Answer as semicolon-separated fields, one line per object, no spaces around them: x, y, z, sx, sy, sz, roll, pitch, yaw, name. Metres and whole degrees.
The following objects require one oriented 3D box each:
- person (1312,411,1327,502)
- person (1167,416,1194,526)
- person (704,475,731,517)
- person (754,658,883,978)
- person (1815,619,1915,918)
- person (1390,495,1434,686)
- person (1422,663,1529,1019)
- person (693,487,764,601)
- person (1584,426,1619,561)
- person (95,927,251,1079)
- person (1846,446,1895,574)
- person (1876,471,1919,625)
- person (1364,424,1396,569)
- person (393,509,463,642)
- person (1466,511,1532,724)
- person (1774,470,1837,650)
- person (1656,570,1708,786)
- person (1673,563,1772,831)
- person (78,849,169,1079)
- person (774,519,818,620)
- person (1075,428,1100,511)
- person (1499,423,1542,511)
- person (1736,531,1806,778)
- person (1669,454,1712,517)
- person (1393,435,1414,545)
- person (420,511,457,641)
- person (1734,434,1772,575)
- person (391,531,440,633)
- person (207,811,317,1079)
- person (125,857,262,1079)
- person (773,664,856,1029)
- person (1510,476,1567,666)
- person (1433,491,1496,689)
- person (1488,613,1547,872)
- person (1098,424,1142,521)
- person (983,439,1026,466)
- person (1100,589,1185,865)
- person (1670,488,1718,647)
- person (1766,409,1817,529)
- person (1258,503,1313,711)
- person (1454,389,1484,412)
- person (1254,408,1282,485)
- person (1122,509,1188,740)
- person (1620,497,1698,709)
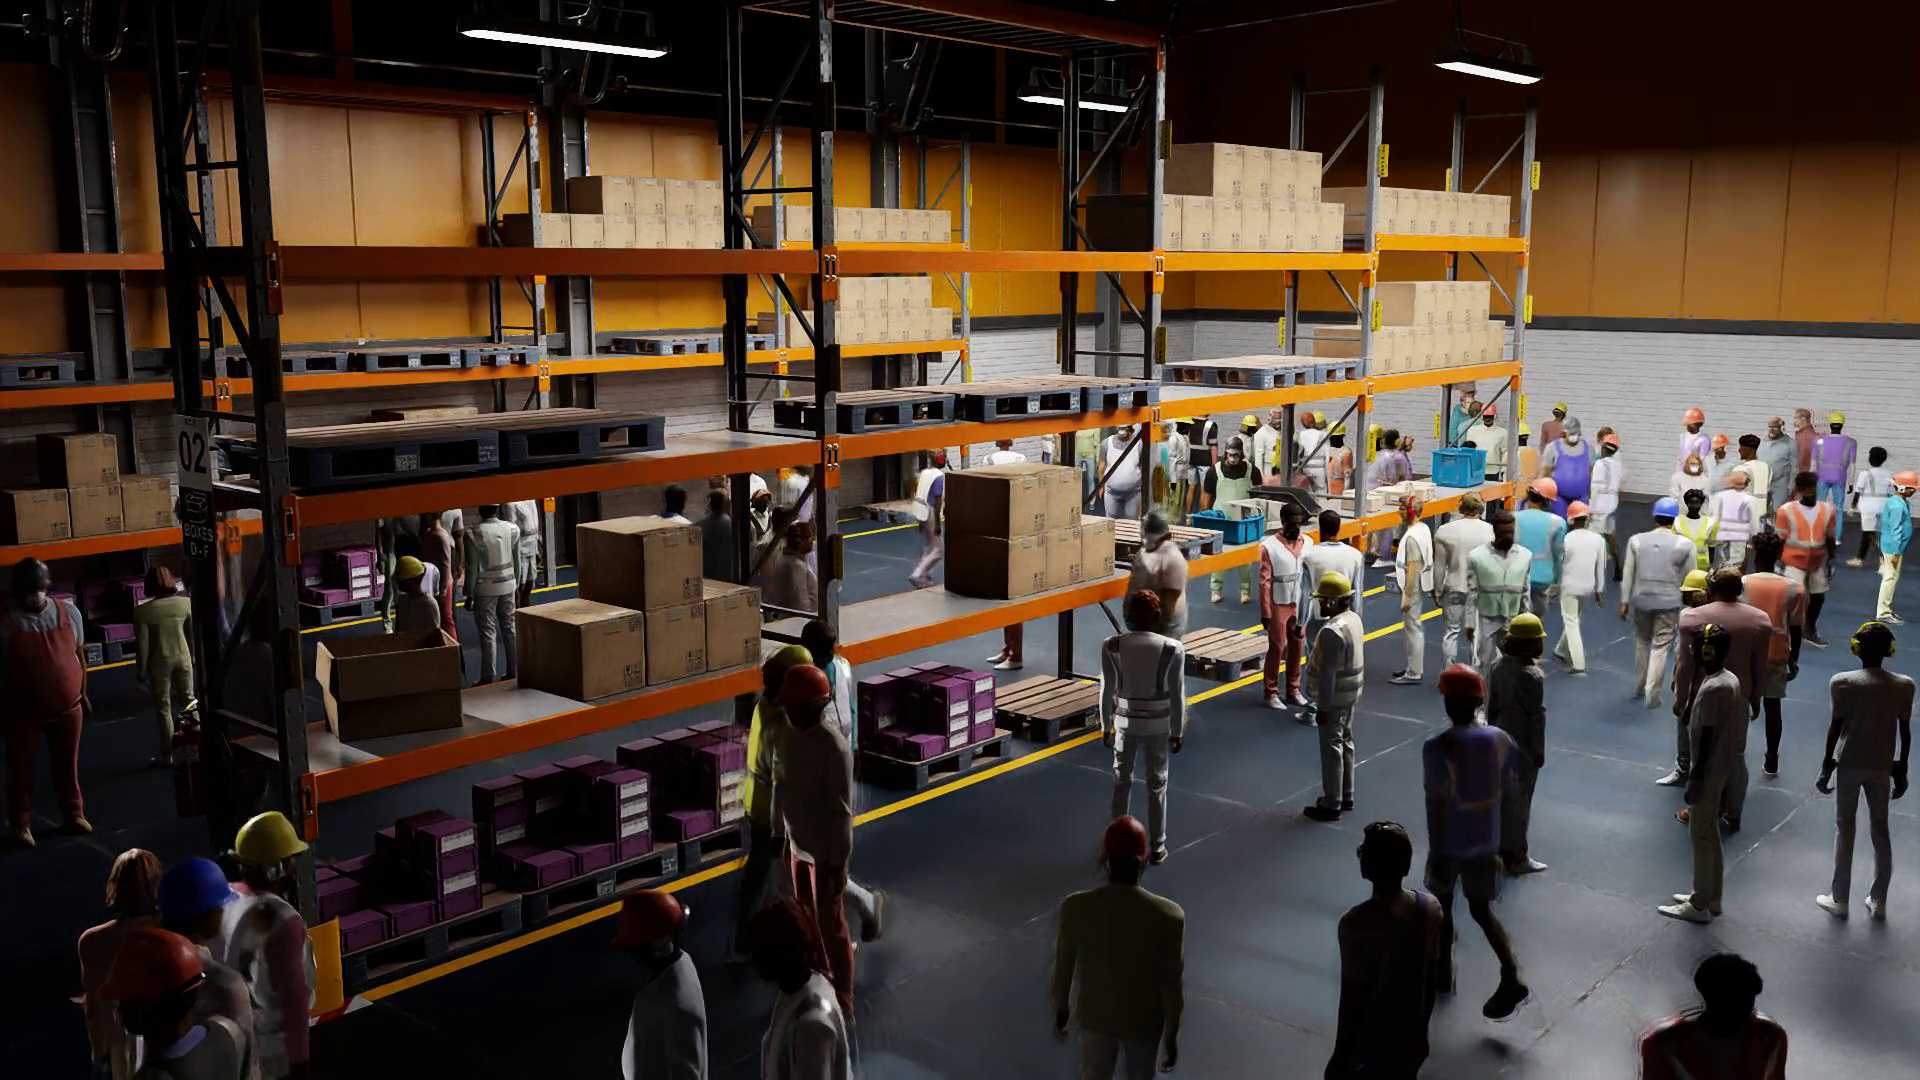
5.612;-1.151;26.072;0.348;1.730;0.540;-1;10;-8;person
3.208;-0.941;24.273;0.398;1.920;0.586;5;11;27;person
-2.580;0.115;17.995;0.401;1.910;0.642;-5;11;-28;person
-0.834;1.552;9.582;0.793;1.857;0.606;-6;11;-33;person
5.605;1.422;10.320;0.535;1.864;0.309;1;10;7;person
4.374;0.482;15.997;0.375;1.841;0.569;4;10;21;person
2.801;1.642;8.990;0.555;1.890;0.830;-2;10;-12;person
-2.246;0.445;16.016;0.681;1.917;0.455;5;11;26;person
8.734;-0.635;22.681;0.339;1.841;0.517;-8;13;-41;person
-2.444;2.190;5.200;0.373;2.043;0.615;1;10;3;person
11.996;-0.397;21.786;0.532;1.662;0.829;-3;10;-20;person
10.542;0.083;18.695;0.352;1.738;0.573;5;11;28;person
5.496;-0.584;22.118;0.380;1.922;0.593;-7;12;-38;person
-5.438;0.210;17.034;0.681;2.000;0.535;-4;10;-21;person
4.712;0.687;14.593;0.585;1.911;0.395;-1;10;-6;person
8.800;0.220;17.353;0.645;1.924;0.537;1;10;4;person
5.591;1.088;12.676;0.320;1.742;0.492;-3;10;-15;person
5.420;1.123;11.883;0.627;1.940;0.372;1;10;7;person
-3.402;2.090;7.014;0.499;1.634;0.288;-6;11;-31;person
-1.345;0.772;14.071;0.406;1.911;0.639;-3;10;-17;person
2.029;-1.347;27.165;0.525;1.762;0.339;2;10;13;person
7.505;-0.612;22.331;0.591;1.912;0.399;-4;10;-24;person
6.304;0.901;13.125;0.614;1.963;0.361;2;10;14;person
9.502;-0.348;21.702;0.507;1.599;0.805;4;10;21;person
6.218;-0.664;23.476;0.314;1.632;0.524;3;10;18;person
-5.188;0.444;16.456;0.311;1.768;0.531;-7;12;-36;person
9.729;-0.333;20.534;0.608;1.959;0.379;-5;11;-27;person
-4.818;0.762;14.750;0.322;1.699;0.536;5;11;26;person
-2.931;2.029;6.845;0.606;1.812;0.627;7;12;38;person
-2.821;2.114;6.015;0.609;1.922;0.753;6;11;33;person
-0.779;1.620;8.793;0.409;1.986;0.621;-6;11;-31;person
5.535;0.380;16.154;0.611;2.015;0.446;3;10;17;person
4.765;0.499;15.637;0.634;1.931;0.372;3;10;16;person
3.745;1.345;11.143;0.295;1.744;0.491;-4;10;-23;person
2.219;-0.732;22.657;0.689;2.000;0.539;2;10;10;person
0.585;-0.506;21.792;0.579;1.880;0.360;1;10;5;person
1.226;1.262;11.237;0.577;1.880;0.352;3;10;15;person
7.698;0.292;17.561;0.536;1.696;0.322;2;10;11;person
12.625;-1.043;25.064;0.998;1.853;0.690;5;11;26;person
2.953;0.598;15.126;0.599;1.908;0.396;-6;11;-30;person
8.836;-1.753;28.922;0.616;1.986;0.411;-1;10;-5;person
4.692;-1.033;24.898;0.653;1.894;0.400;-6;11;-34;person
1.627;0.694;14.140;0.534;2.000;0.714;-3;10;-18;person
6.449;0.563;15.290;0.625;1.916;0.774;8;12;39;person
